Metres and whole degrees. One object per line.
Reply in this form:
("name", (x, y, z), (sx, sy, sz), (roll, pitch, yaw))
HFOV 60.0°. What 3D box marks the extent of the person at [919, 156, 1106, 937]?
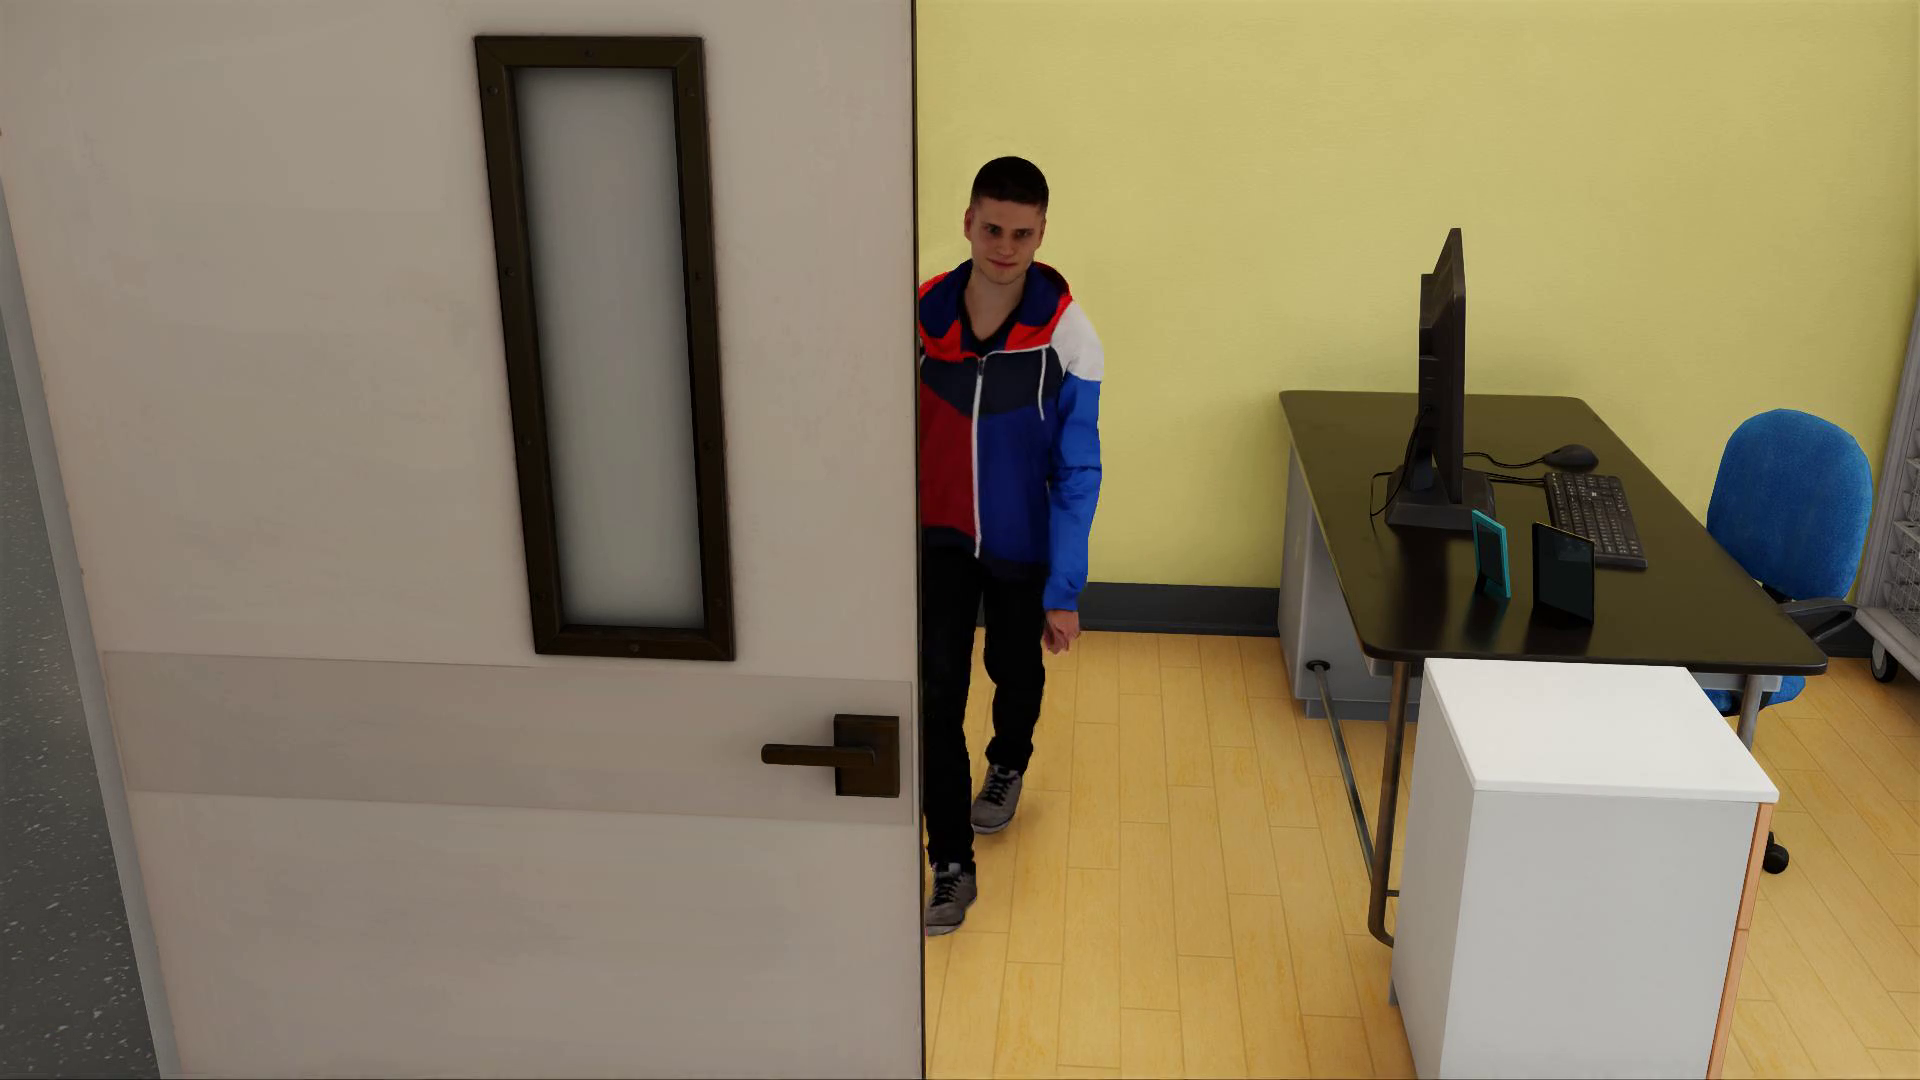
("person", (0.064, -0.016, 3.862), (0.708, 1.703, 1.066), (7, 22, 18))
